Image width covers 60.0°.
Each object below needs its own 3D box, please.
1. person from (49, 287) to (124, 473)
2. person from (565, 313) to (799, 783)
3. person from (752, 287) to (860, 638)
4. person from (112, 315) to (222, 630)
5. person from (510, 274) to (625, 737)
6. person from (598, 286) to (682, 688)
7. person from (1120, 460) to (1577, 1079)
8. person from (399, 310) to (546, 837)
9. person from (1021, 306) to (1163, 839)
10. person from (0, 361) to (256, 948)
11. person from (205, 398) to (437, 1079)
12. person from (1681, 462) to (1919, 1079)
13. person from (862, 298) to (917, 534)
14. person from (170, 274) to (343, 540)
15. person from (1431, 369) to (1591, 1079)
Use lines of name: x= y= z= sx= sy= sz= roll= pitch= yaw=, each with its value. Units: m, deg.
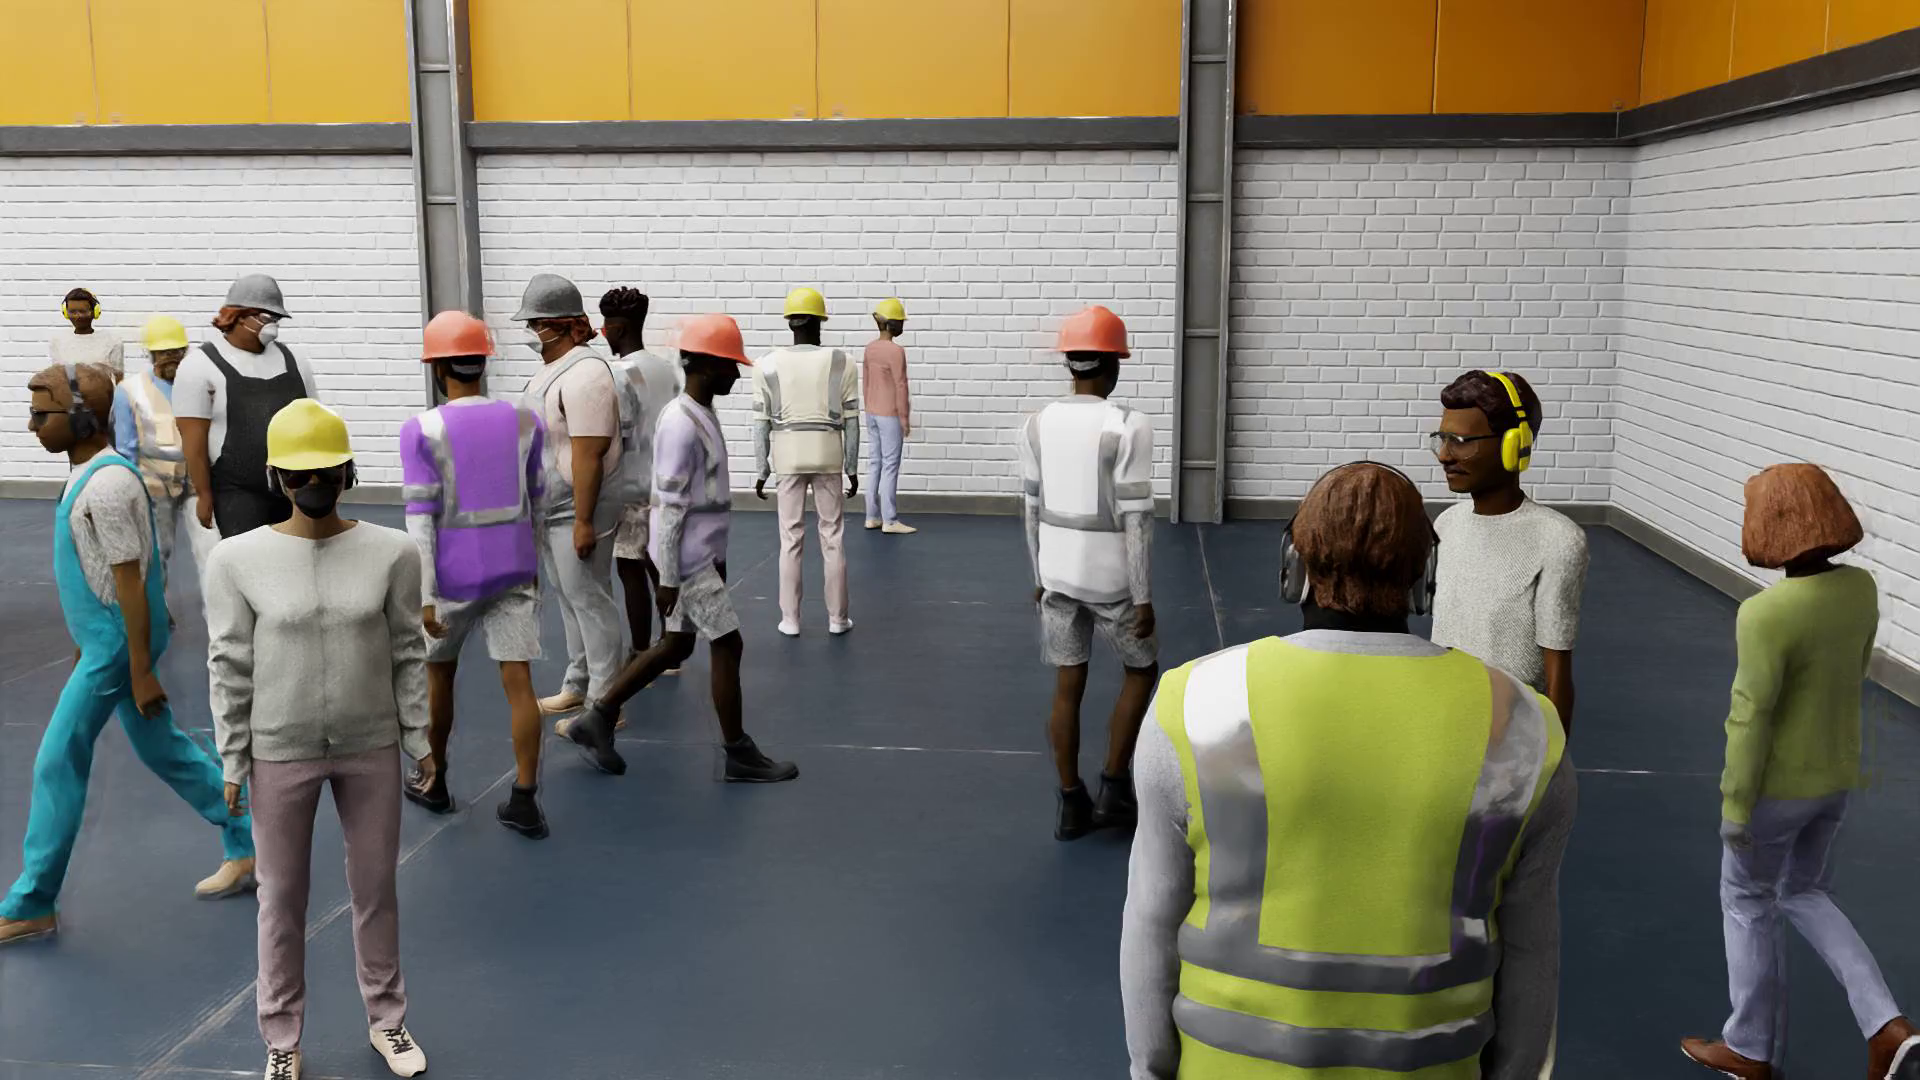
person: x=-6.089 y=-0.828 z=11.649 sx=0.521 sy=1.870 sz=0.328 roll=-2 pitch=10 yaw=-13
person: x=-1.145 y=0.045 z=6.607 sx=0.904 sy=1.896 sz=0.536 roll=-1 pitch=10 yaw=-3
person: x=-0.839 y=-0.417 z=9.143 sx=0.586 sy=1.921 sz=0.383 roll=-1 pitch=10 yaw=-4
person: x=-4.283 y=-0.336 z=9.086 sx=0.594 sy=1.786 sz=0.958 roll=-8 pitch=13 yaw=-39
person: x=-1.762 y=-0.167 z=7.370 sx=0.536 sy=2.000 sz=0.684 roll=-5 pitch=11 yaw=-26
person: x=-1.586 y=-0.260 z=8.161 sx=0.396 sy=1.956 sz=0.610 roll=3 pitch=10 yaw=18
person: x=0.554 y=0.795 z=2.484 sx=0.635 sy=1.830 sz=0.429 roll=0 pitch=10 yaw=3
person: x=-1.819 y=0.112 z=6.184 sx=0.571 sy=1.901 sz=0.887 roll=-7 pitch=12 yaw=-36
person: x=0.504 y=0.123 z=6.025 sx=0.581 sy=1.924 sz=0.490 roll=8 pitch=12 yaw=37
person: x=-2.650 y=0.334 z=5.221 sx=0.977 sy=1.797 sz=0.526 roll=-5 pitch=11 yaw=-29
person: x=-1.586 y=0.527 z=4.176 sx=0.523 sy=1.769 sz=0.315 roll=-6 pitch=11 yaw=-30
person: x=2.092 y=0.615 z=4.088 sx=0.516 sy=1.613 sz=0.500 roll=-5 pitch=11 yaw=-28
person: x=-0.531 y=-0.928 z=12.516 sx=0.331 sy=1.765 sz=0.533 roll=-6 pitch=12 yaw=-33
person: x=-3.424 y=-0.307 z=8.172 sx=0.549 sy=2.000 sz=0.703 roll=7 pitch=12 yaw=34
person: x=1.217 y=0.539 z=3.848 sx=0.331 sy=1.864 sz=0.505 roll=-4 pitch=11 yaw=-21
